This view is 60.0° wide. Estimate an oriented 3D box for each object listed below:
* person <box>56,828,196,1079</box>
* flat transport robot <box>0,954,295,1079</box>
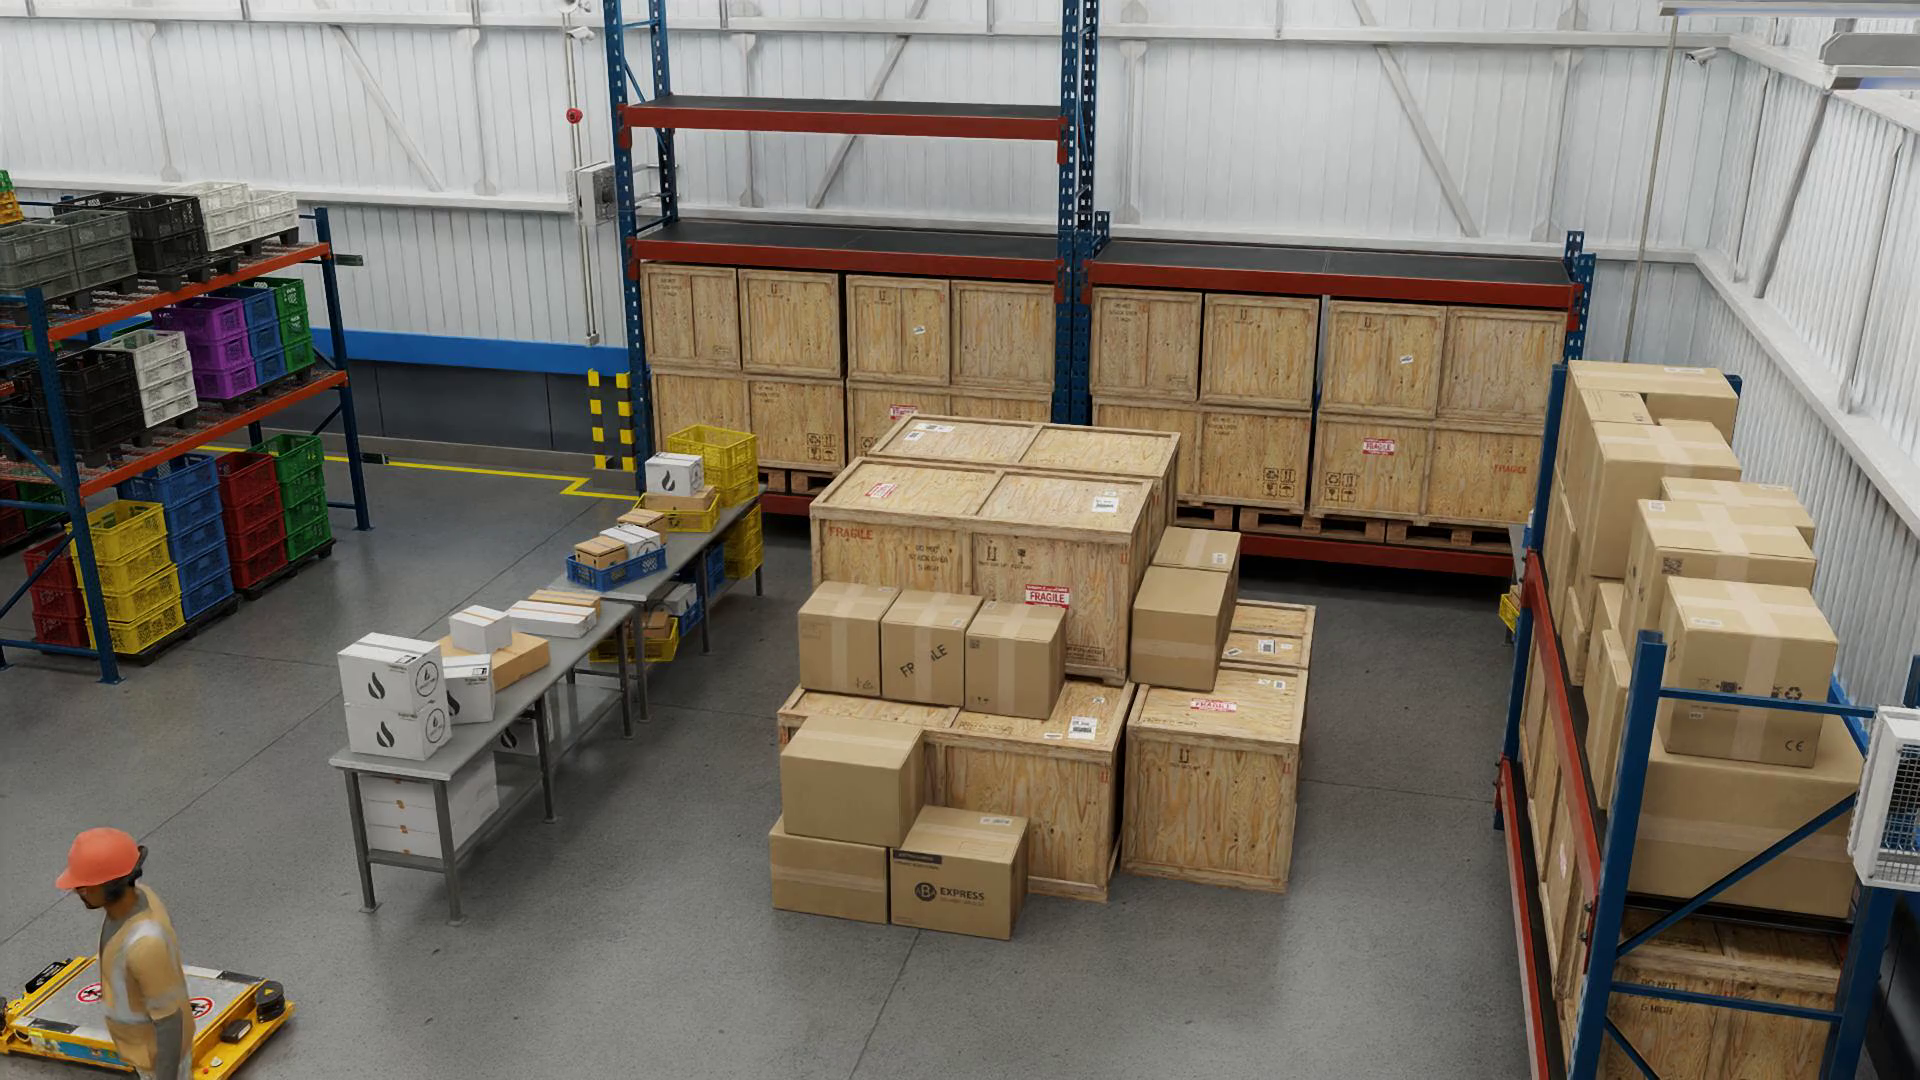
[{"bbox_3d":[-3.441,2.117,7.026,0.389,2.040,0.613,-14,25,-32],"label":"person"},{"bbox_3d":[-4.270,2.464,8.601,1.431,0.231,0.659,5,22,13],"label":"flat transport robot"}]
